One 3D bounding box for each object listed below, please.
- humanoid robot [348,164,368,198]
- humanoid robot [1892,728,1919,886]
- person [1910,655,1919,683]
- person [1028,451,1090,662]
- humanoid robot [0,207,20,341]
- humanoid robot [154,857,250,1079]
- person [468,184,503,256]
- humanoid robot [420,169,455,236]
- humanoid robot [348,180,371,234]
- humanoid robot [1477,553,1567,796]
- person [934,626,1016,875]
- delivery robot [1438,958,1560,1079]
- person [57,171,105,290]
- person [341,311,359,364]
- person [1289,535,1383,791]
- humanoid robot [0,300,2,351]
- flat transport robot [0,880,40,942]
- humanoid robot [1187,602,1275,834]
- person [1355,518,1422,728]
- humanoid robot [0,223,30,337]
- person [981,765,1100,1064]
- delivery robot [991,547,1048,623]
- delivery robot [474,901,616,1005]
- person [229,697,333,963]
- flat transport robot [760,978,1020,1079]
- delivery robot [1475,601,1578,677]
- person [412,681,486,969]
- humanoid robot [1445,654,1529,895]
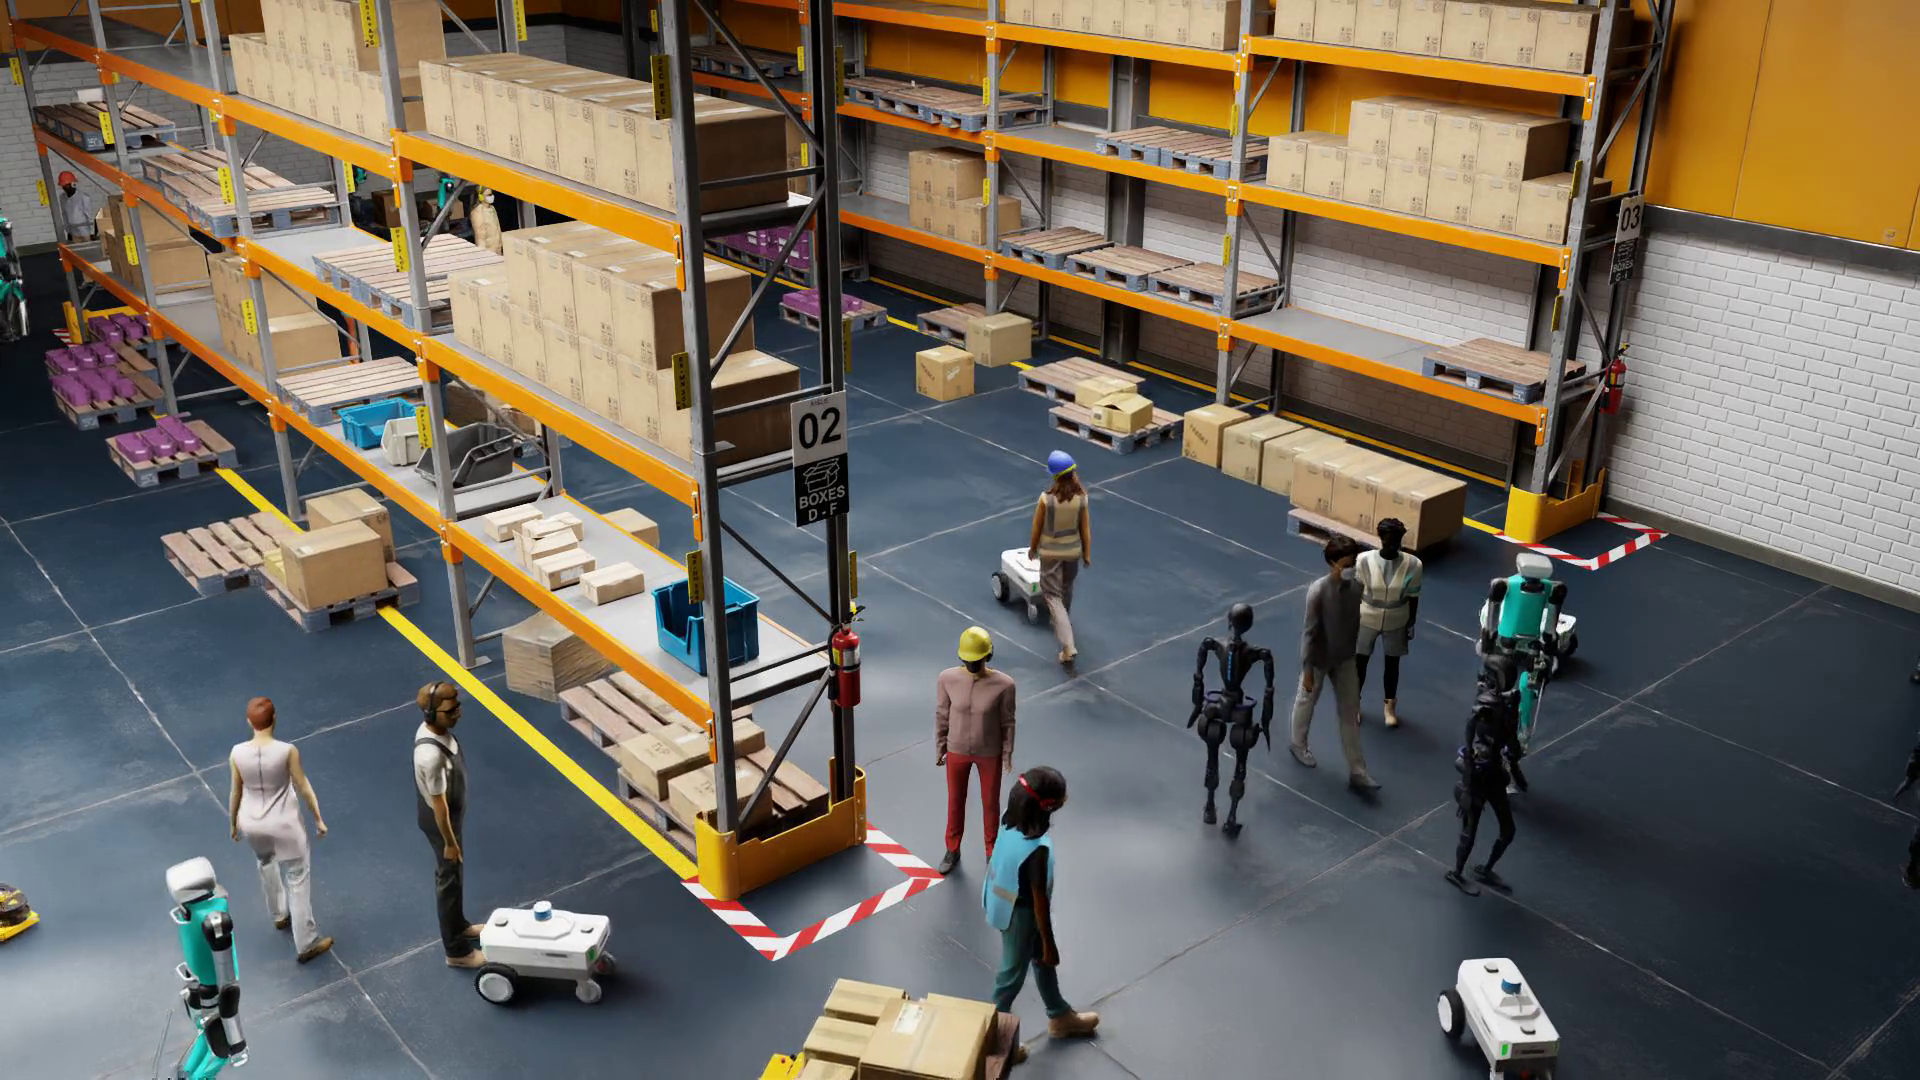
[{"bbox_3d":[-10.383,-6.238,28.302,0.800,1.823,0.539,2,23,5],"label":"humanoid robot"},{"bbox_3d":[6.156,1.562,10.300,0.595,1.642,0.740,8,25,17],"label":"humanoid robot"},{"bbox_3d":[7.816,0.262,12.955,0.546,1.926,0.388,13,27,28],"label":"person"},{"bbox_3d":[0.831,0.107,13.537,0.470,1.736,0.876,-8,25,-18],"label":"person"},{"bbox_3d":[-12.688,-3.426,21.744,0.550,1.791,0.784,9,25,19],"label":"humanoid robot"},{"bbox_3d":[-3.803,2.467,8.164,0.660,1.864,0.541,-19,30,-37],"label":"humanoid robot"},{"bbox_3d":[-6.444,-3.926,22.712,0.410,1.877,0.551,4,24,9],"label":"person"},{"bbox_3d":[-7.706,-4.572,24.377,0.935,1.737,0.531,-12,26,-25],"label":"humanoid robot"},{"bbox_3d":[-8.692,-4.361,23.971,0.390,1.650,0.615,3,23,6],"label":"humanoid robot"},{"bbox_3d":[3.890,0.995,11.484,0.560,1.752,0.969,-1,23,-1],"label":"humanoid robot"},{"bbox_3d":[0.093,1.351,10.628,0.521,1.768,0.310,3,24,8],"label":"person"},{"bbox_3d":[2.998,2.634,9.162,0.499,0.579,0.753,-2,23,-4],"label":"delivery robot"},{"bbox_3d":[-12.817,-4.503,24.215,0.562,1.740,0.366,7,24,17],"label":"person"},{"bbox_3d":[-7.340,-2.768,20.165,0.322,1.766,0.495,-8,25,-18],"label":"person"},{"bbox_3d":[2.643,0.864,11.637,0.577,1.854,0.969,-9,25,-21],"label":"person"},{"bbox_3d":[-12.559,-3.147,21.202,0.432,1.645,0.611,14,27,29],"label":"humanoid robot"},{"bbox_3d":[-6.497,2.269,10.389,1.431,0.231,0.659,13,27,28],"label":"flat transport robot"},{"bbox_3d":[1.805,1.187,11.124,0.589,1.651,0.388,9,25,21],"label":"humanoid robot"},{"bbox_3d":[3.153,0.607,12.441,0.532,1.692,0.320,4,24,9],"label":"person"},{"bbox_3d":[-12.584,-3.520,21.967,0.537,1.799,0.731,-2,23,-5],"label":"humanoid robot"},{"bbox_3d":[0.430,2.029,8.971,0.713,1.839,0.542,-4,24,-9],"label":"person"},{"bbox_3d":[0.635,0.341,14.477,0.499,0.581,0.774,-10,25,-21],"label":"delivery robot"},{"bbox_3d":[-2.428,2.389,9.743,0.793,0.590,0.499,3,24,6],"label":"delivery robot"},{"bbox_3d":[-4.094,1.708,9.975,0.554,1.615,0.667,-2,23,-5],"label":"person"},{"bbox_3d":[-0.415,3.013,8.666,1.431,0.231,0.659,6,24,14],"label":"flat transport robot"},{"bbox_3d":[4.625,0.736,13.556,0.768,0.576,0.499,14,27,30],"label":"delivery robot"},{"bbox_3d":[-3.010,1.665,9.805,0.344,1.842,0.504,-6,24,-14],"label":"person"},{"bbox_3d":[3.310,1.483,10.425,0.599,1.649,0.348,-18,29,-36],"label":"humanoid robot"}]
